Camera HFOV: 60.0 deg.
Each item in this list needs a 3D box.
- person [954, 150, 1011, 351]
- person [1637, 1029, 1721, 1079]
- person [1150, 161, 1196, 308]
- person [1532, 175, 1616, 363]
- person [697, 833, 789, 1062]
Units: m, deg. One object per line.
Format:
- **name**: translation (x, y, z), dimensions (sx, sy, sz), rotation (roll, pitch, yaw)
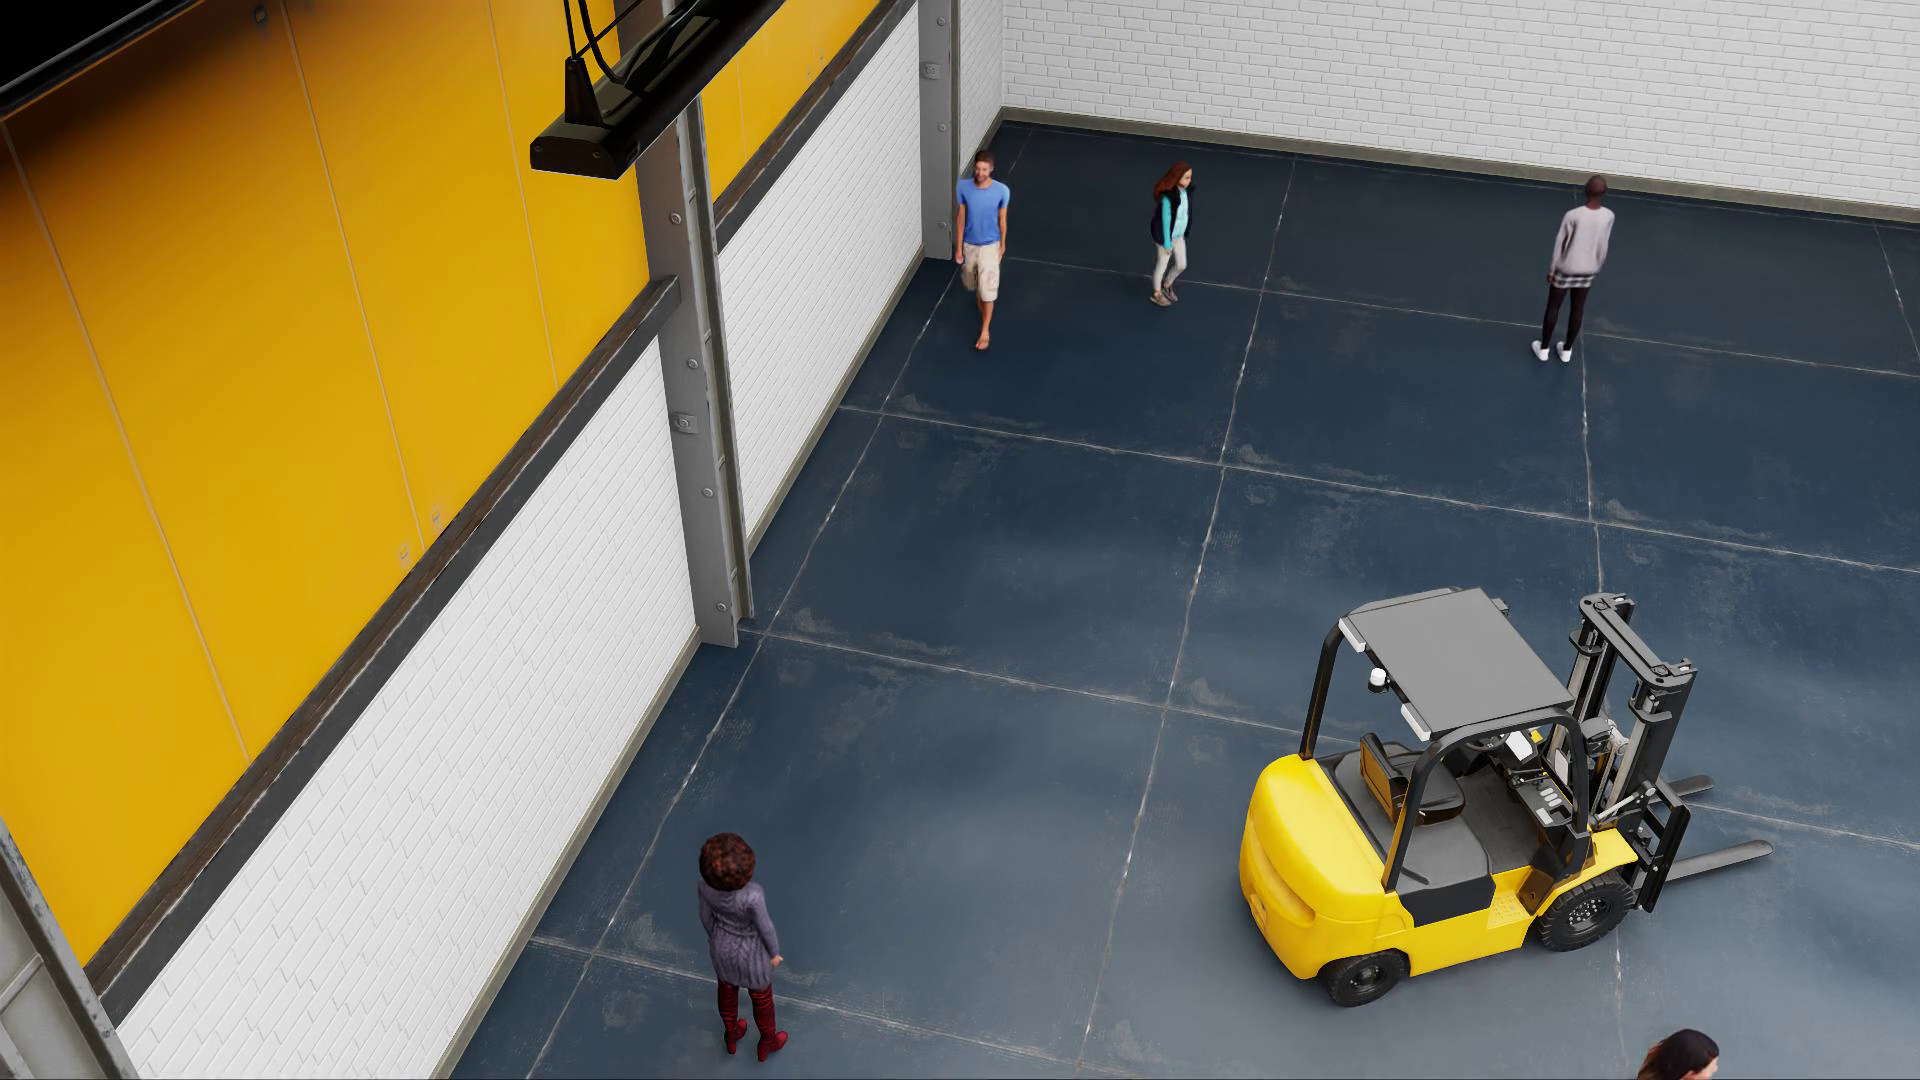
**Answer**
- **person**: translation (0.204, -2.736, 15.177), dimensions (0.632, 1.834, 1.113), rotation (8, 39, 10)
- **person**: translation (3.280, 2.939, 8.192), dimensions (0.917, 1.684, 1.076), rotation (21, 43, 24)
- **person**: translation (1.924, -2.907, 15.670), dimensions (0.680, 1.486, 0.759), rotation (-29, 47, -31)
- **person**: translation (5.484, -2.394, 14.806), dimensions (0.676, 1.762, 0.642), rotation (-1, 39, -1)
- **person**: translation (-1.199, 2.233, 9.054), dimensions (0.612, 1.710, 0.553), rotation (15, 41, 18)
